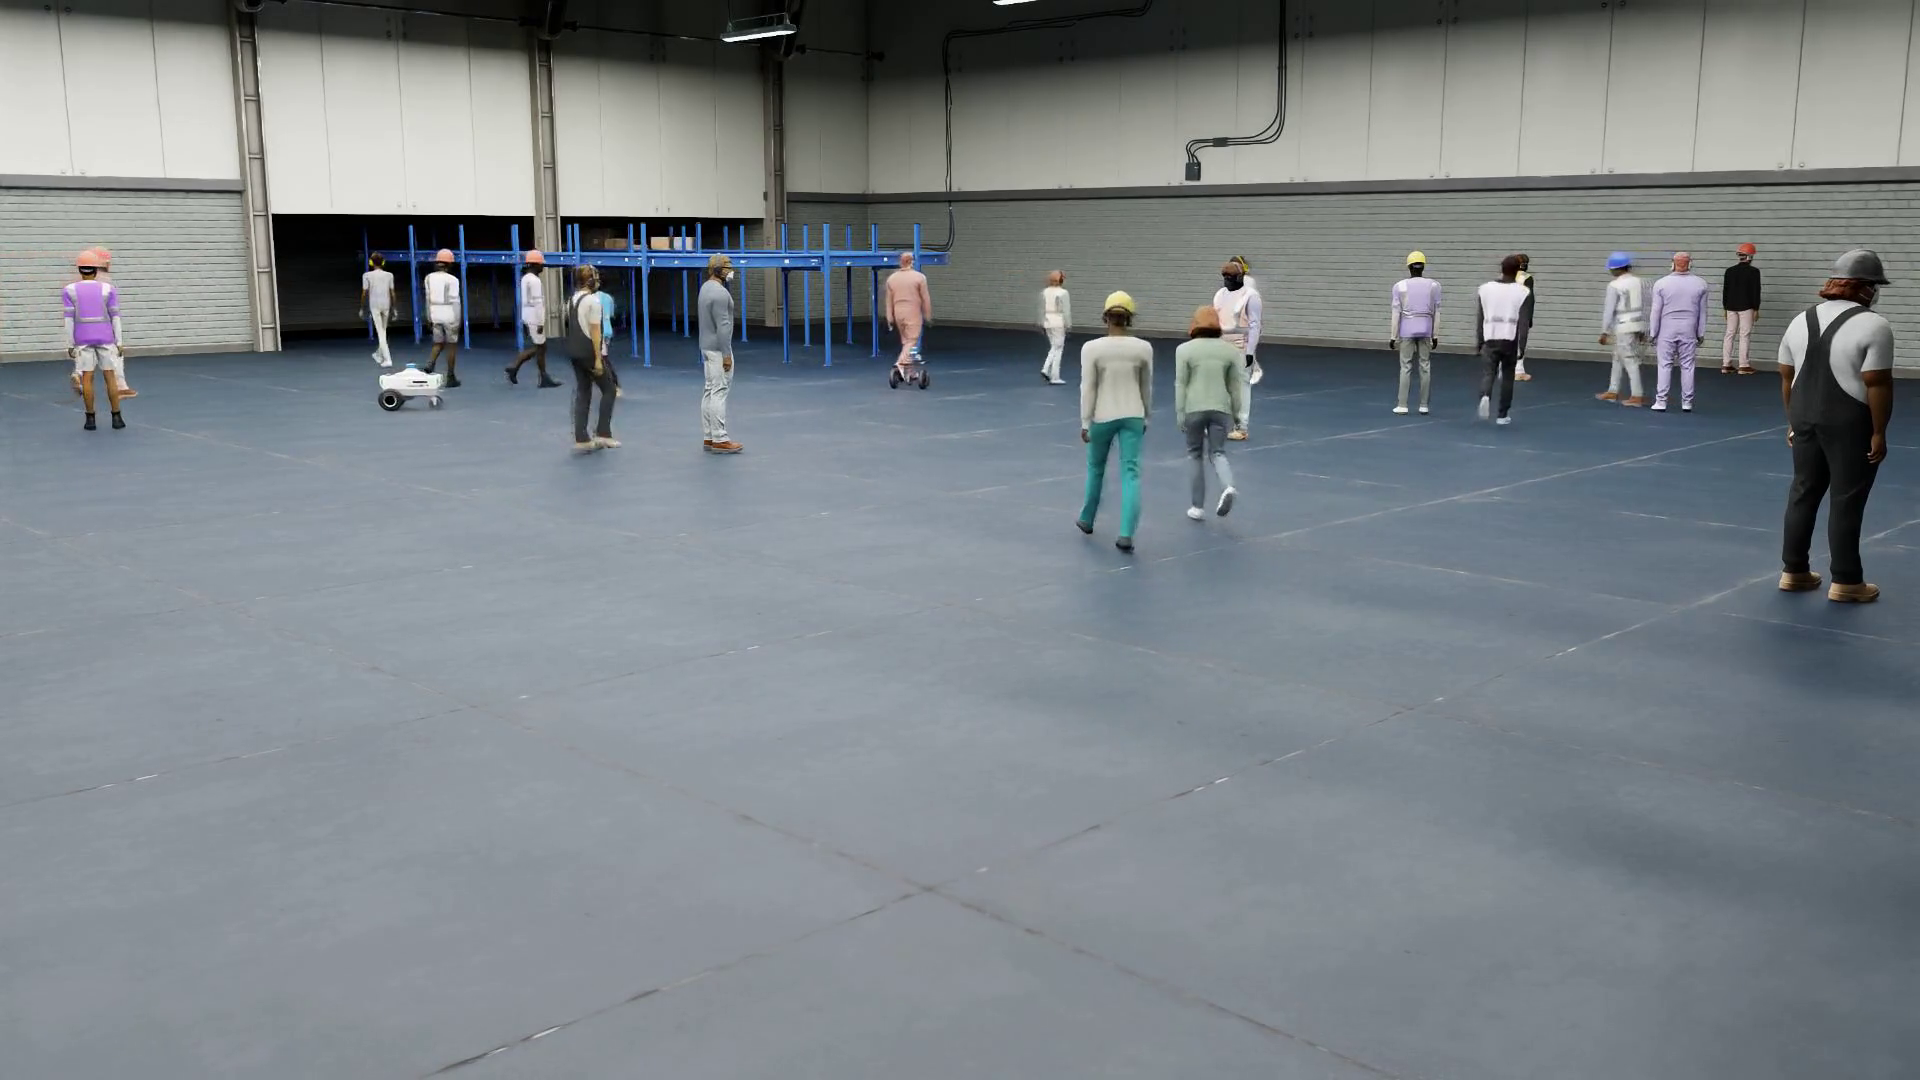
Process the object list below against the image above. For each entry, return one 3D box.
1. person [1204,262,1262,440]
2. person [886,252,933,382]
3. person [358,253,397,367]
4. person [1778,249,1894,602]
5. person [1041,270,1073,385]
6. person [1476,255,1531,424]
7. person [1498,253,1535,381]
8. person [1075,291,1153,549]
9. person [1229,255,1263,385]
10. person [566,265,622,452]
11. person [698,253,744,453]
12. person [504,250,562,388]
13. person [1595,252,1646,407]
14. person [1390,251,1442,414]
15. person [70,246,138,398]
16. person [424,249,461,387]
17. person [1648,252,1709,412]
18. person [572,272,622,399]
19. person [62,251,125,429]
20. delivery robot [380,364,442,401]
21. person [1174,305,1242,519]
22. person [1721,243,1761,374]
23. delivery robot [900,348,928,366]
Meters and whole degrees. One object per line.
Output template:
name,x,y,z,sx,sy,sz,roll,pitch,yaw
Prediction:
person,2.834,-1.973,17.350,0.429,1.838,0.621,-8,13,-37
person,-0.779,-3.252,24.225,0.652,1.878,0.874,6,12,31
person,-9.483,-3.743,27.029,0.541,1.821,0.959,-9,14,-40
person,5.194,-0.667,9.782,0.536,2.000,0.688,-4,11,-22
person,1.384,-3.023,23.652,0.374,1.625,0.544,-8,13,-37
person,6.040,-2.228,18.577,0.595,1.893,0.687,6,12,29
person,8.187,-3.281,24.463,0.429,1.841,0.633,-6,12,-29
person,1.050,-0.836,11.442,0.527,1.719,0.876,-1,10,-8
person,3.971,-3.069,23.350,0.487,1.835,0.575,-4,11,-22
person,-3.592,-1.773,16.299,0.542,1.816,0.619,9,14,41
person,-2.371,-1.836,16.321,0.354,1.936,0.635,-5,11,-24
person,-5.971,-3.067,23.104,0.747,1.916,0.551,-6,12,-29
person,8.241,-2.628,20.742,0.635,1.897,0.802,-8,13,-38
person,5.393,-2.453,19.739,0.584,1.919,0.375,0,10,-1
person,-11.170,-2.817,21.578,0.628,1.971,0.739,5,12,26
person,-7.230,-3.096,23.233,0.577,1.923,0.533,4,11,19
person,8.635,-2.501,20.041,0.650,1.904,0.401,2,11,9
person,-4.716,-2.646,21.506,0.864,1.646,0.543,5,11,24
person,-9.513,-2.194,18.277,0.551,1.934,0.373,-5,12,-26
delivery robot,-6.734,-1.920,20.411,0.707,0.478,0.477,-2,11,-12
person,1.854,-0.933,12.312,0.505,1.607,0.547,-2,11,-10
person,12.017,-3.560,25.567,0.382,1.995,0.612,-6,12,-30
delivery robot,-0.661,-2.580,23.305,0.335,0.223,0.698,3,11,14
